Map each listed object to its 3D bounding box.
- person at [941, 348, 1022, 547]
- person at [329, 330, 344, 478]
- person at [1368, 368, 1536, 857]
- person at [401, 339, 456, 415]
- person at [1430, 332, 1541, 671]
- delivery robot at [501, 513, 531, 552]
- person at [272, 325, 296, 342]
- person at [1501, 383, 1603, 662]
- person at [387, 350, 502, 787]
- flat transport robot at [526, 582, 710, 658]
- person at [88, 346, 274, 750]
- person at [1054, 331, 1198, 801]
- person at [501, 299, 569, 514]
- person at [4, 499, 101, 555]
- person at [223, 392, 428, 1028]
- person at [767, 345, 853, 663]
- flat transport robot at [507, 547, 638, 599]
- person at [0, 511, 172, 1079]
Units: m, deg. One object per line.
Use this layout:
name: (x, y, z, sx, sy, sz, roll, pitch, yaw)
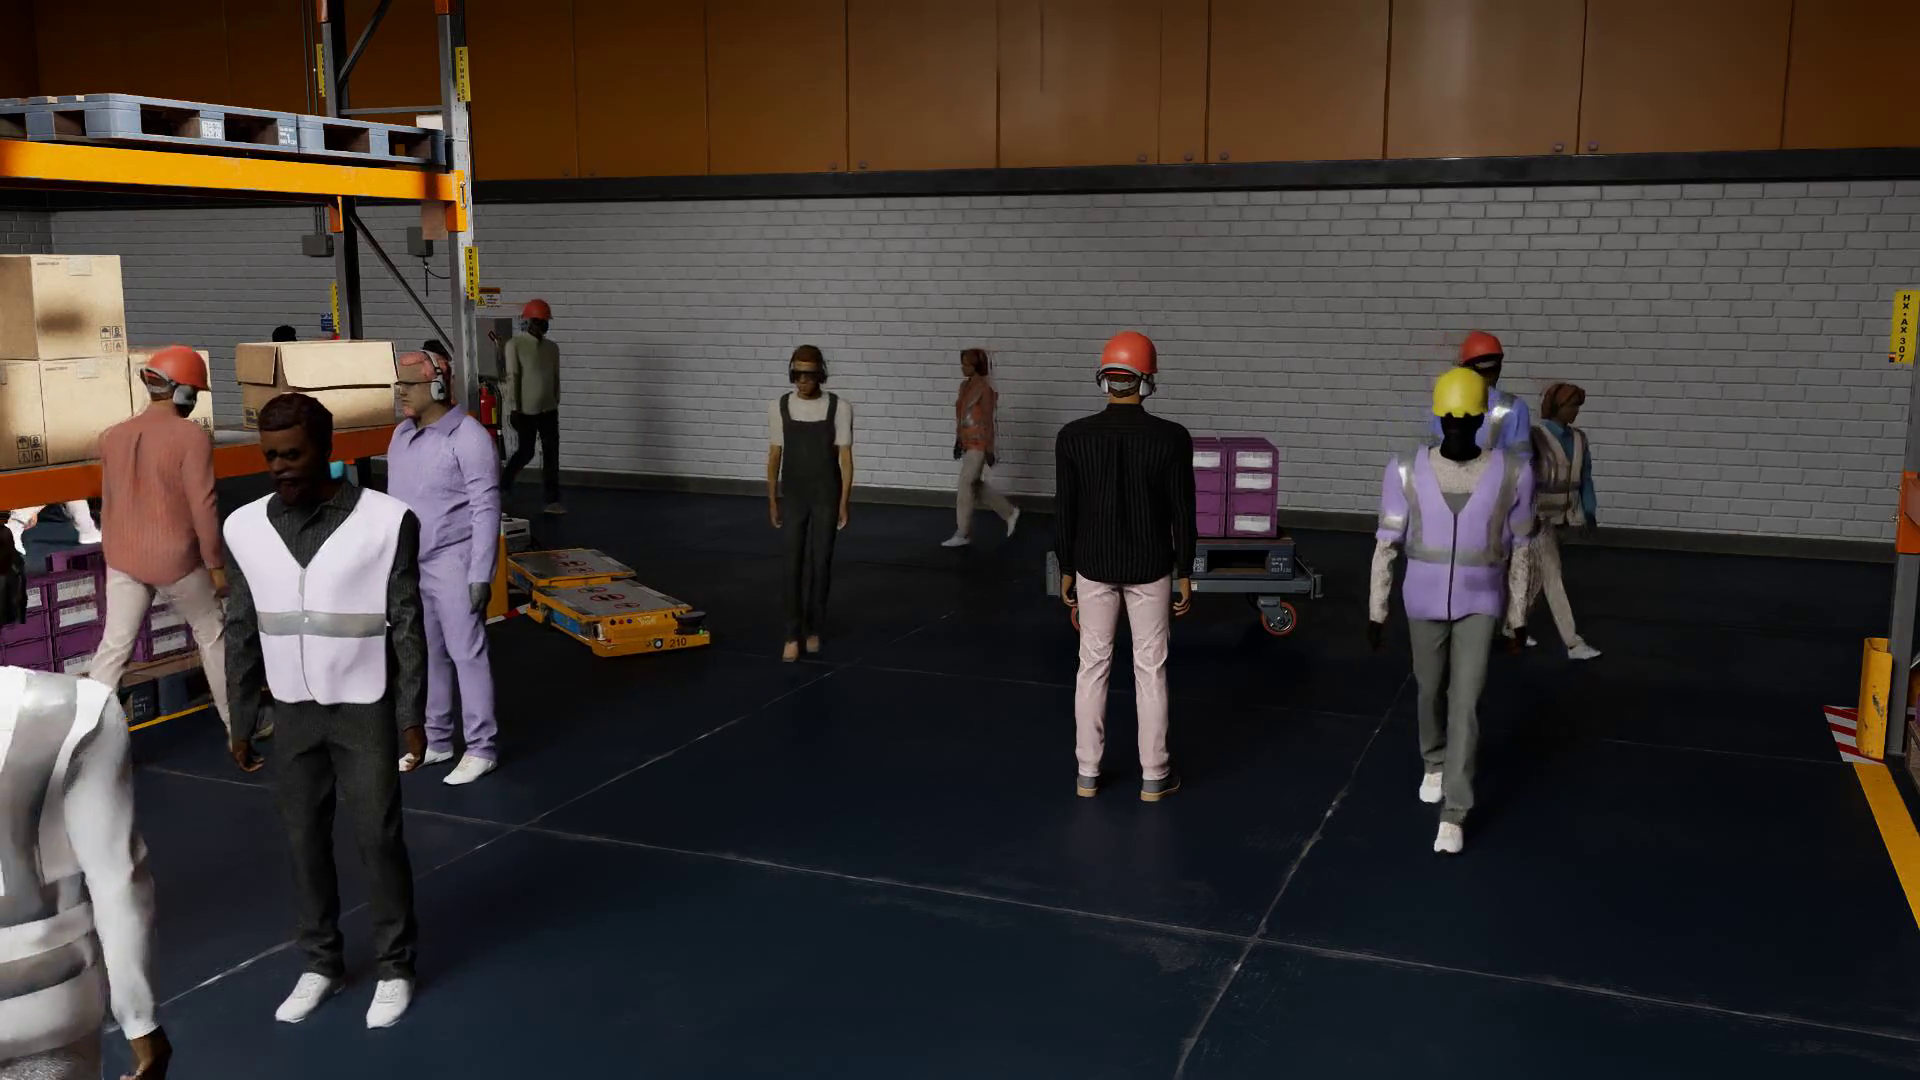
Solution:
person: (0.180, -0.760, 13.520, 0.695, 1.611, 0.514, -3, 10, -19)
person: (-5.117, -0.907, 13.838, 0.570, 1.816, 0.528, -5, 11, -27)
person: (1.977, 0.239, 6.715, 0.611, 1.878, 1.006, 4, 10, 21)
person: (-4.351, -0.840, 13.869, 0.535, 1.669, 0.799, -7, 12, -38)
person: (2.995, -0.222, 9.426, 0.790, 1.888, 0.617, -9, 13, -43)
delivery robot: (-3.498, -0.062, 12.226, 0.707, 0.478, 0.477, 6, 11, 34)
person: (-6.486, -1.221, 16.083, 0.316, 1.696, 0.540, -1, 9, -5)
person: (3.479, -0.113, 9.683, 0.533, 1.587, 0.851, -6, 11, -32)
person: (-2.302, 0.122, 7.310, 0.651, 1.906, 0.403, 6, 11, 34)
flat transport robot: (-2.124, 0.458, 10.215, 0.652, 0.197, 1.431, -6, 11, -32)
person: (-3.552, 0.096, 7.497, 0.628, 1.895, 1.088, 3, 10, 16)
person: (0.702, 0.119, 7.058, 0.612, 1.995, 0.379, 3, 10, 16)
person: (-3.938, -1.223, 15.256, 0.719, 1.974, 0.624, 8, 12, 39)
person: (-7.289, -0.831, 13.249, 0.678, 1.859, 0.918, 6, 11, 32)
person: (-1.891, 0.503, 5.006, 0.616, 1.904, 0.404, 0, 9, 3)
person: (-0.861, -0.206, 9.558, 0.500, 1.813, 0.747, 0, 9, -3)
flat transport robot: (-2.724, 0.245, 11.508, 0.652, 0.197, 1.431, -5, 11, -27)
person: (-1.737, 0.864, 2.932, 0.586, 1.873, 0.547, -1, 9, -4)
